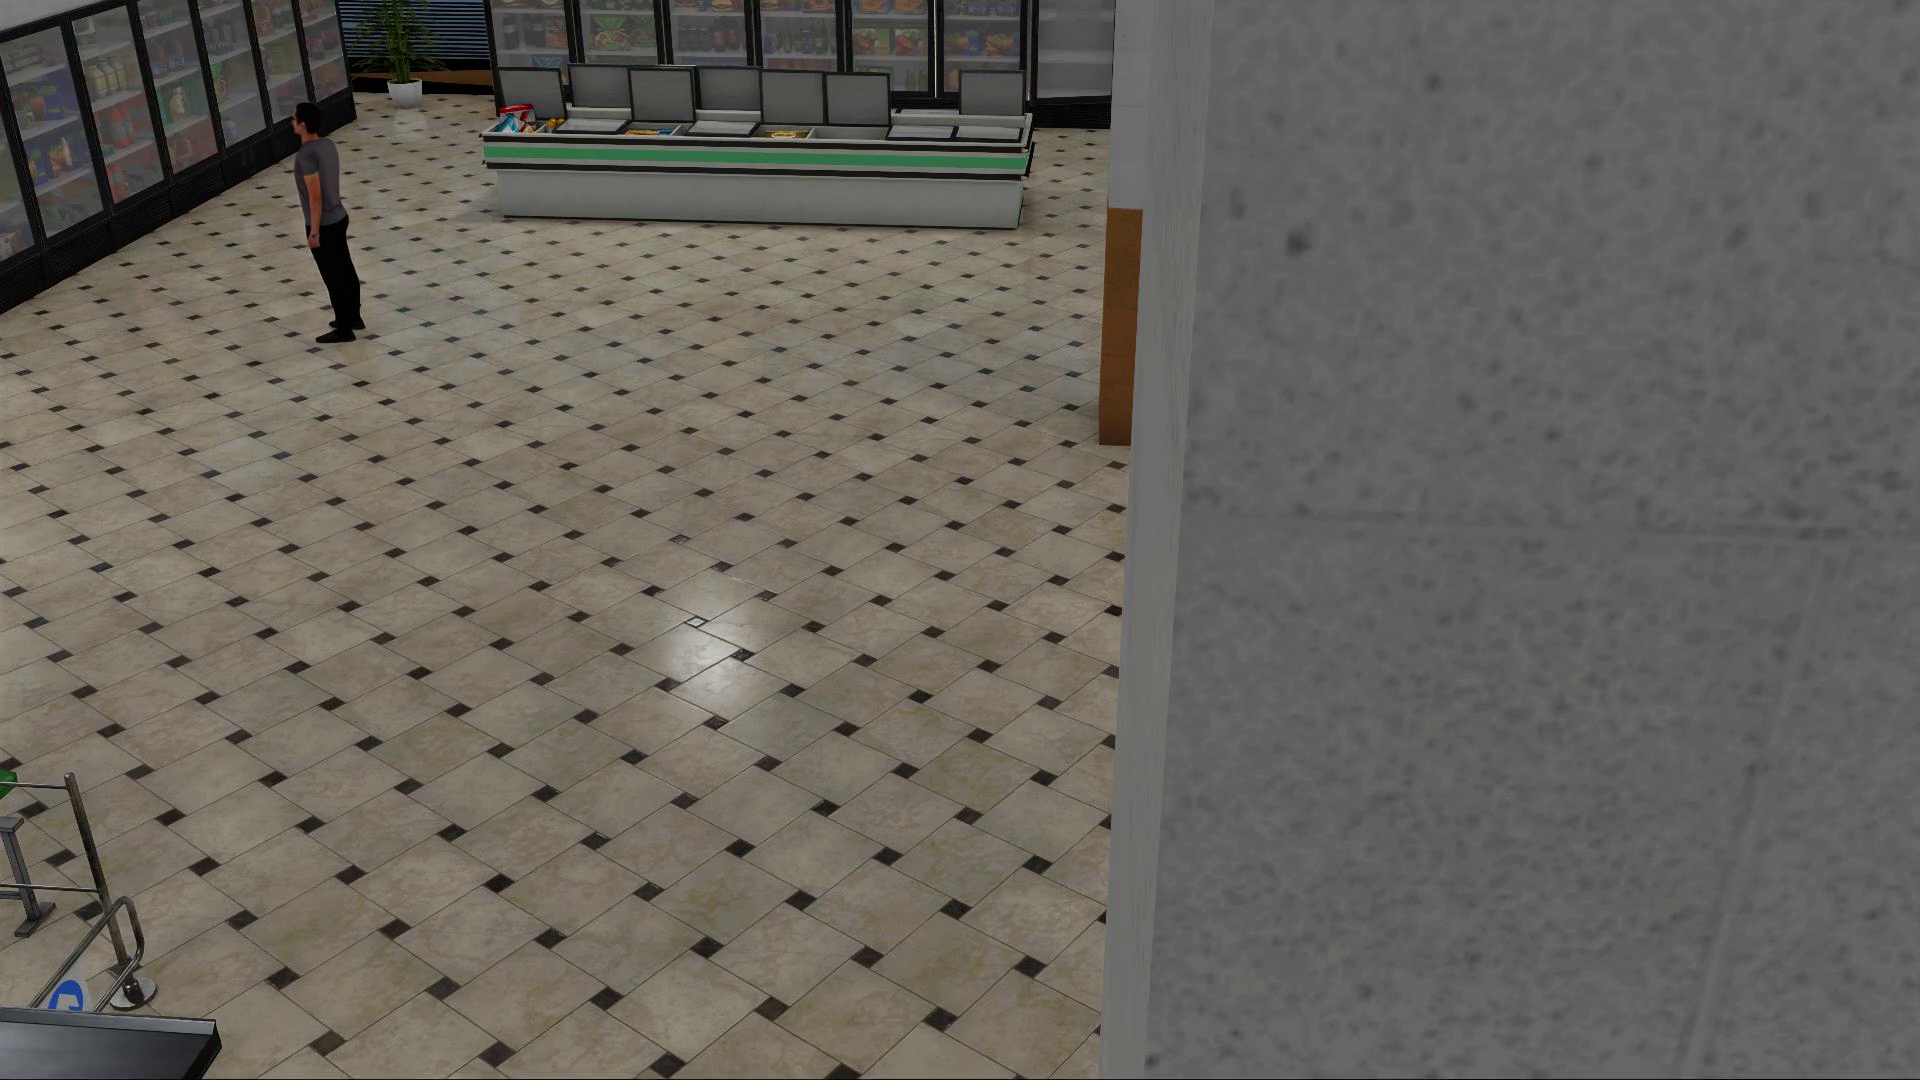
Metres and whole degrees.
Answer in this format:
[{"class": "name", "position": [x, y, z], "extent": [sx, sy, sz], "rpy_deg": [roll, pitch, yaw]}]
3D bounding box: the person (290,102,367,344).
[{"class": "person", "position": [-4.664, -2.343, 12.240], "extent": [0.566, 1.755, 0.630], "rpy_deg": [0, 27, 0]}]
